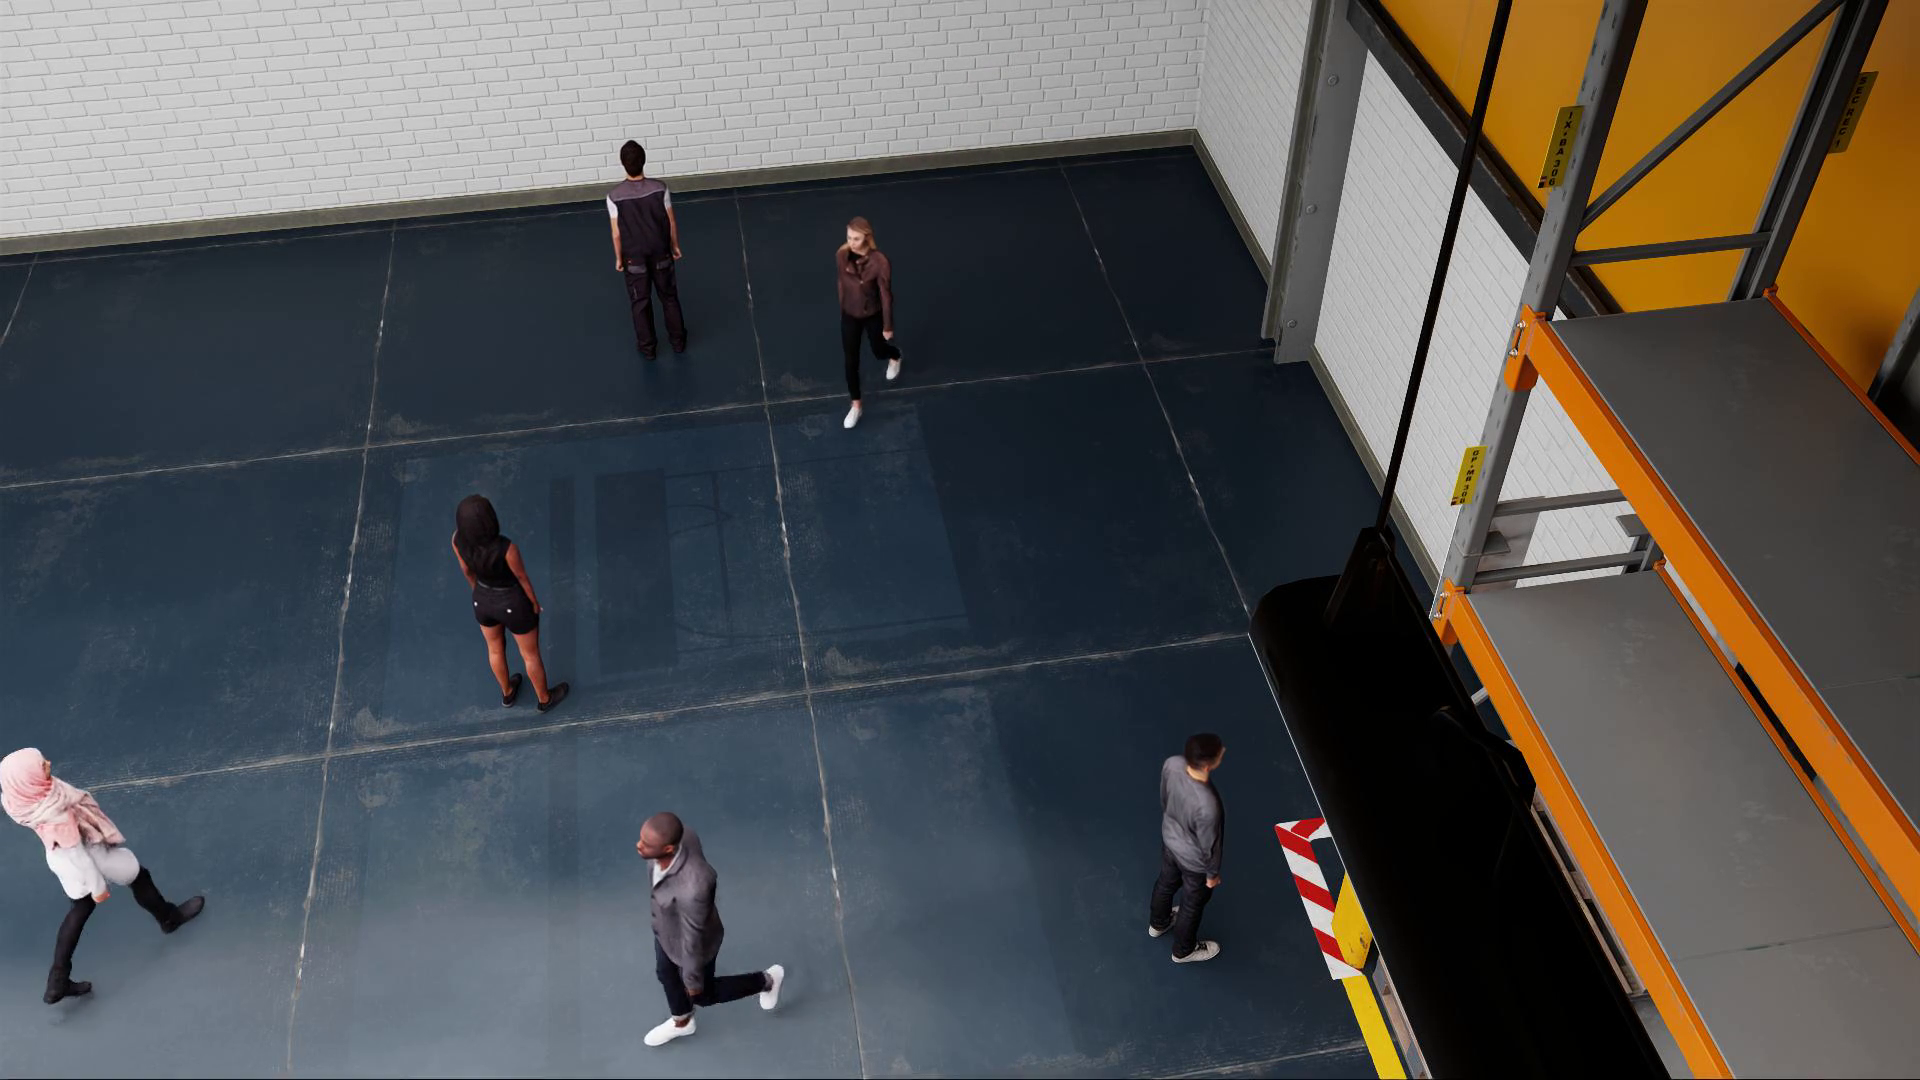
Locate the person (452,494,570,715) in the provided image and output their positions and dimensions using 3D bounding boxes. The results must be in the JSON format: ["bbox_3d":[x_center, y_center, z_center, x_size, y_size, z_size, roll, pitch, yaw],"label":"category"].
[{"bbox_3d":[-2.762,0.391,10.064,0.671,1.741,0.665,11,45,11],"label":"person"}]

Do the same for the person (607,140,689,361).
[{"bbox_3d":[-2.395,-2.204,12.710,0.702,1.848,0.627,-14,45,-14],"label":"person"}]

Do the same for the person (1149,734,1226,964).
[{"bbox_3d":[1.212,1.617,8.762,0.745,1.761,0.598,-22,48,-21],"label":"person"}]

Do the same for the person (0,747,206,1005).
[{"bbox_3d":[-4.631,1.730,8.636,1.096,1.771,1.214,22,48,21],"label":"person"}]

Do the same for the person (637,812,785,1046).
[{"bbox_3d":[-1.285,1.960,8.375,1.001,1.799,1.070,-21,48,-21],"label":"person"}]

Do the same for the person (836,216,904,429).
[{"bbox_3d":[-0.661,-1.681,12.283,0.982,1.680,1.148,16,46,17],"label":"person"}]
